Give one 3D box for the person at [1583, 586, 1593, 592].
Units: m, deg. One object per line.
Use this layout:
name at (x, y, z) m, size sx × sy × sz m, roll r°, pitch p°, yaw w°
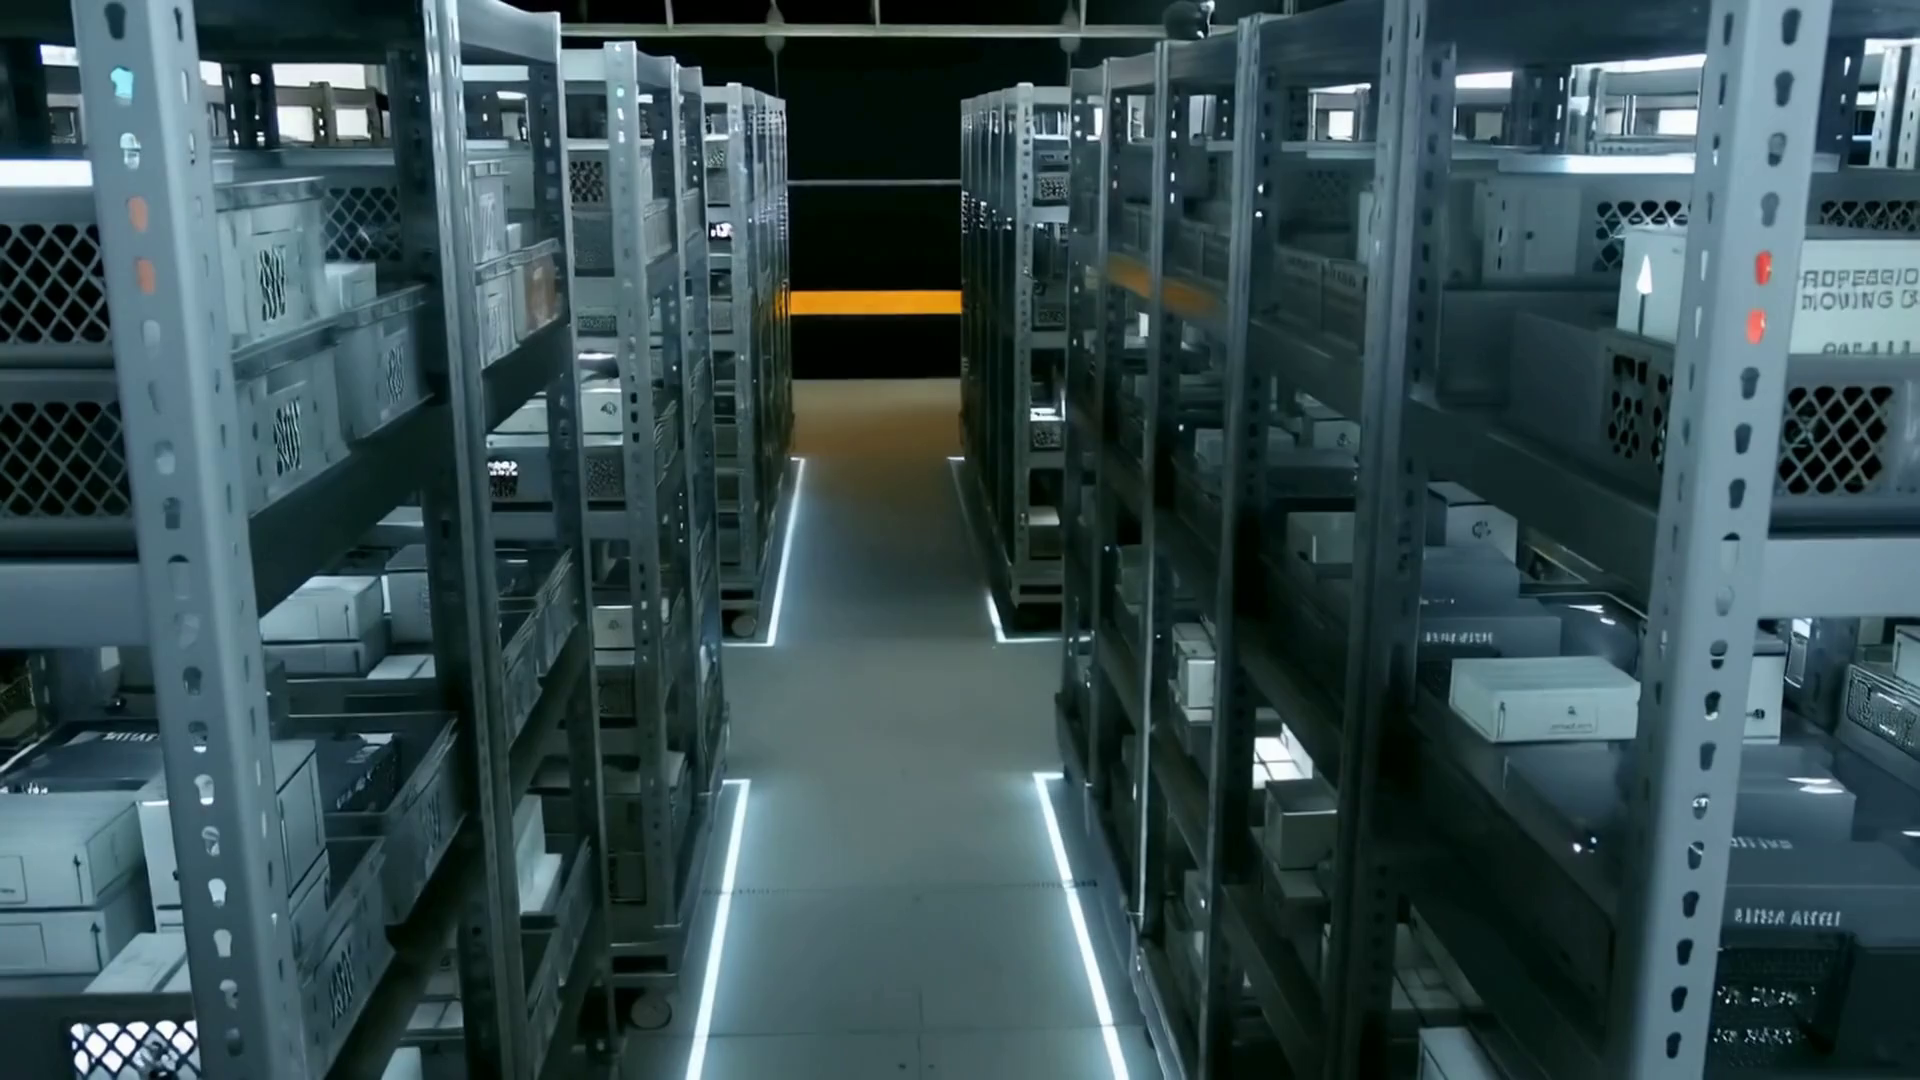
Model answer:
person at (4.507, -0.404, 11.629) m, size 0.404 × 1.823 × 0.617 m, roll -1°, pitch 14°, yaw -5°
